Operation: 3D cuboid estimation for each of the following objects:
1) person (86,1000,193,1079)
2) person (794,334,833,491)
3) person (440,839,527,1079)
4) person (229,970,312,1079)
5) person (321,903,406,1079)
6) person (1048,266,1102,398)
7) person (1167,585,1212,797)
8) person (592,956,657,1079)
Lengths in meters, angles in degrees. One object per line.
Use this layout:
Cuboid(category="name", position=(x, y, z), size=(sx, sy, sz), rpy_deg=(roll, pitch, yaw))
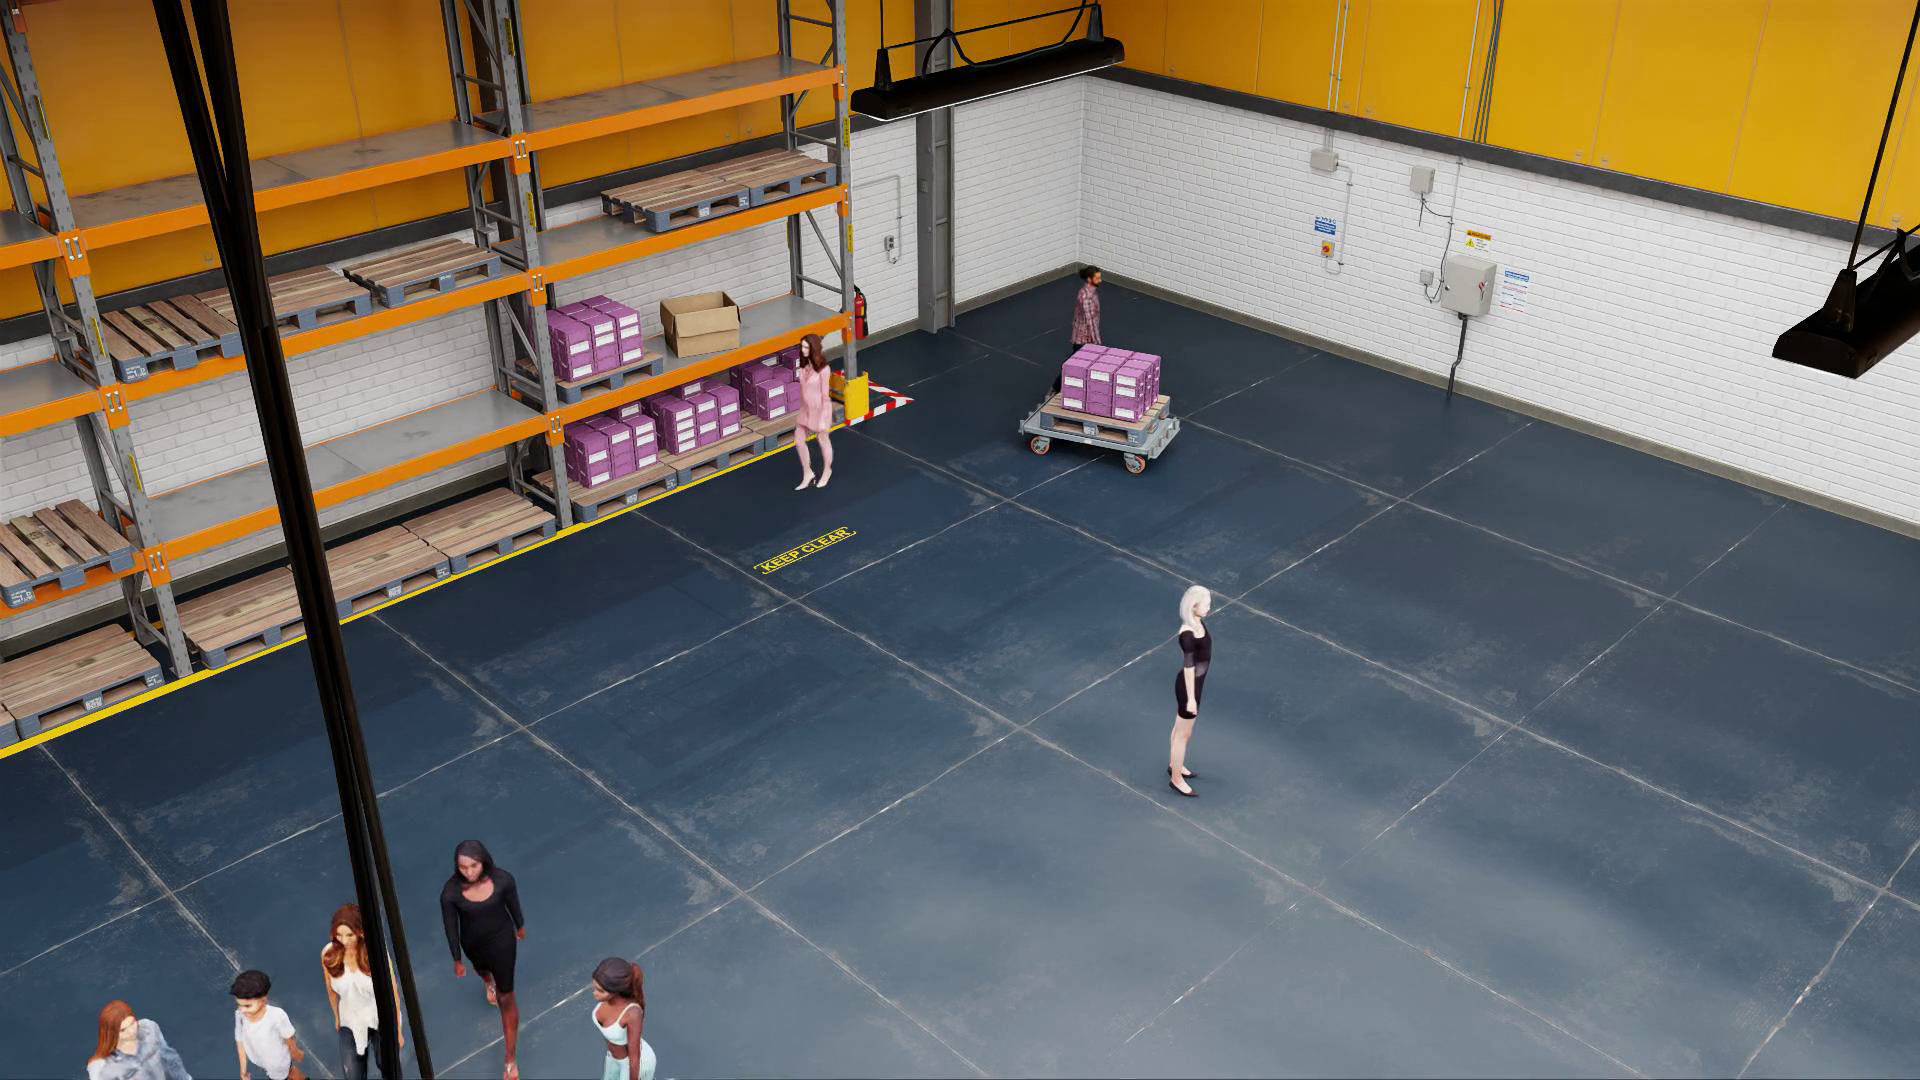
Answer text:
Cuboid(category="person", position=(-4.694, 3.223, 9.429), size=(0.850, 1.682, 0.798), rpy_deg=(8, 30, 15))
Cuboid(category="person", position=(-1.474, -1.388, 17.776), size=(0.674, 1.784, 0.725), rpy_deg=(20, 34, 32))
Cuboid(category="person", position=(-3.041, 2.545, 10.685), size=(1.254, 1.669, 1.110), rpy_deg=(-8, 30, -15))
Cuboid(category="person", position=(-4.181, 3.083, 10.169), size=(0.778, 1.220, 0.947), rpy_deg=(5, 29, 10))
Cuboid(category="person", position=(-3.533, 2.846, 10.026), size=(0.711, 1.773, 0.772), rpy_deg=(0, 29, -1))
Cuboid(category="person", position=(1.403, -2.385, 19.660), size=(1.136, 1.730, 1.201), rpy_deg=(4, 29, 8))
Cuboid(category="person", position=(1.792, 1.165, 13.046), size=(0.705, 1.832, 0.612), rpy_deg=(4, 29, 8))
Cuboid(category="person", position=(-1.856, 3.046, 9.726), size=(0.741, 1.708, 0.640), rpy_deg=(-16, 32, -27))
